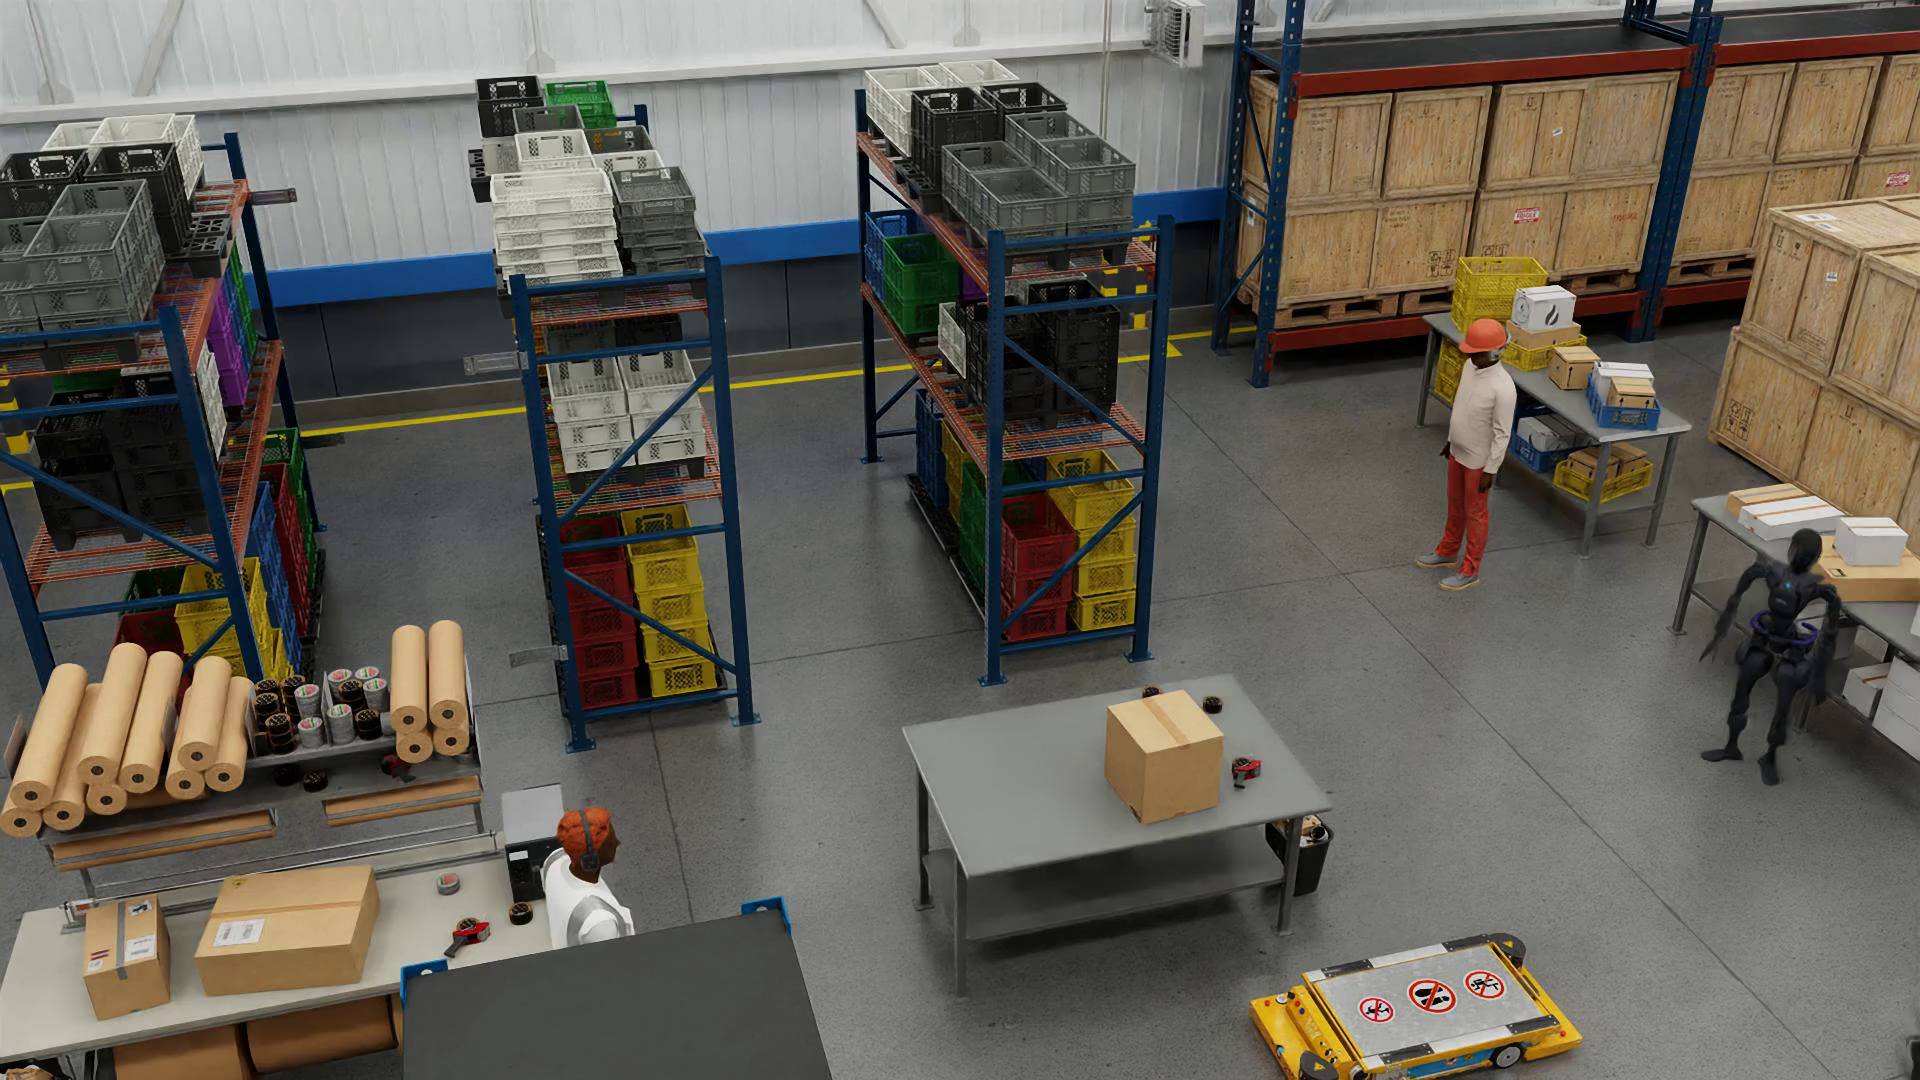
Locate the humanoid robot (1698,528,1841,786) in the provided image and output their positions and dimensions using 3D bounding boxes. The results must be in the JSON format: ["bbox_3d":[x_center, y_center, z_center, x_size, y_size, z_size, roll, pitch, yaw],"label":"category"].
[{"bbox_3d":[4.656,0.641,9.528,0.667,1.652,0.326,25,38,38],"label":"humanoid robot"}]

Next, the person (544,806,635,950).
[{"bbox_3d":[-1.514,1.910,7.012,0.337,1.879,0.583,-17,33,-28],"label":"person"}]

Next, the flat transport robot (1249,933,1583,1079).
[{"bbox_3d":[2.184,2.282,7.980,1.431,0.197,0.652,-8,30,-14],"label":"flat transport robot"}]

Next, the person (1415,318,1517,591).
[{"bbox_3d":[3.517,-0.594,11.461,0.389,1.985,0.610,-7,29,-12],"label":"person"}]

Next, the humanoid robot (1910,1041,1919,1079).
[{"bbox_3d":[4.486,1.957,7.171,0.577,1.630,0.698,4,29,8],"label":"humanoid robot"}]
